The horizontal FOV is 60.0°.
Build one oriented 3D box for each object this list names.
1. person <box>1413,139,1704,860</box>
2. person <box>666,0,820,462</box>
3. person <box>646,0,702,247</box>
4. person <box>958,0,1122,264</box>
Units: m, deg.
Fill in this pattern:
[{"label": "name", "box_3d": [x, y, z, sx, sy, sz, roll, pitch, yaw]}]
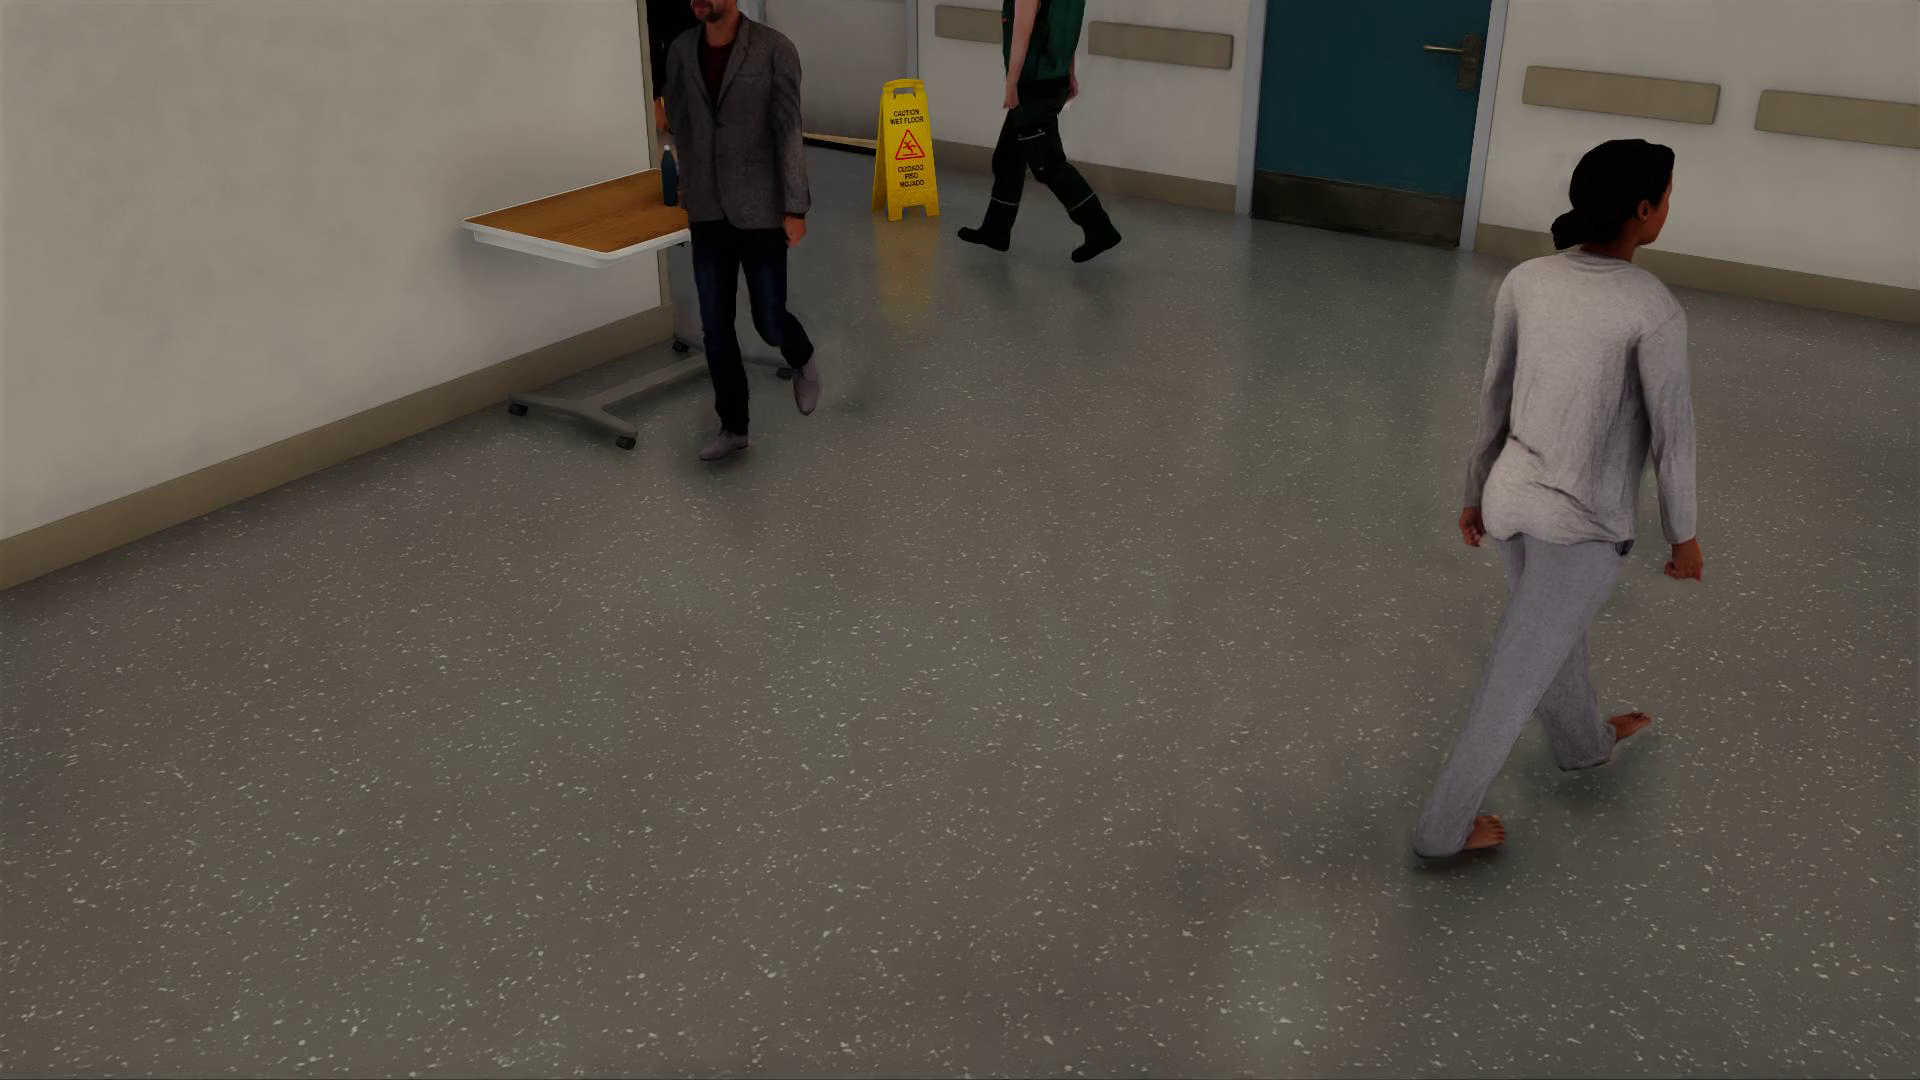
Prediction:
[{"label": "person", "box_3d": [1.300, -0.017, 3.804, 1.037, 1.696, 1.114, -11, 28, -21]}, {"label": "person", "box_3d": [-0.775, -1.216, 6.115, 0.961, 1.849, 0.921, 8, 27, 17]}, {"label": "person", "box_3d": [-1.267, -2.045, 7.874, 0.890, 1.814, 1.161, -15, 30, -28]}, {"label": "person", "box_3d": [0.463, -2.264, 8.333, 1.201, 1.805, 0.780, 12, 28, 23]}]
